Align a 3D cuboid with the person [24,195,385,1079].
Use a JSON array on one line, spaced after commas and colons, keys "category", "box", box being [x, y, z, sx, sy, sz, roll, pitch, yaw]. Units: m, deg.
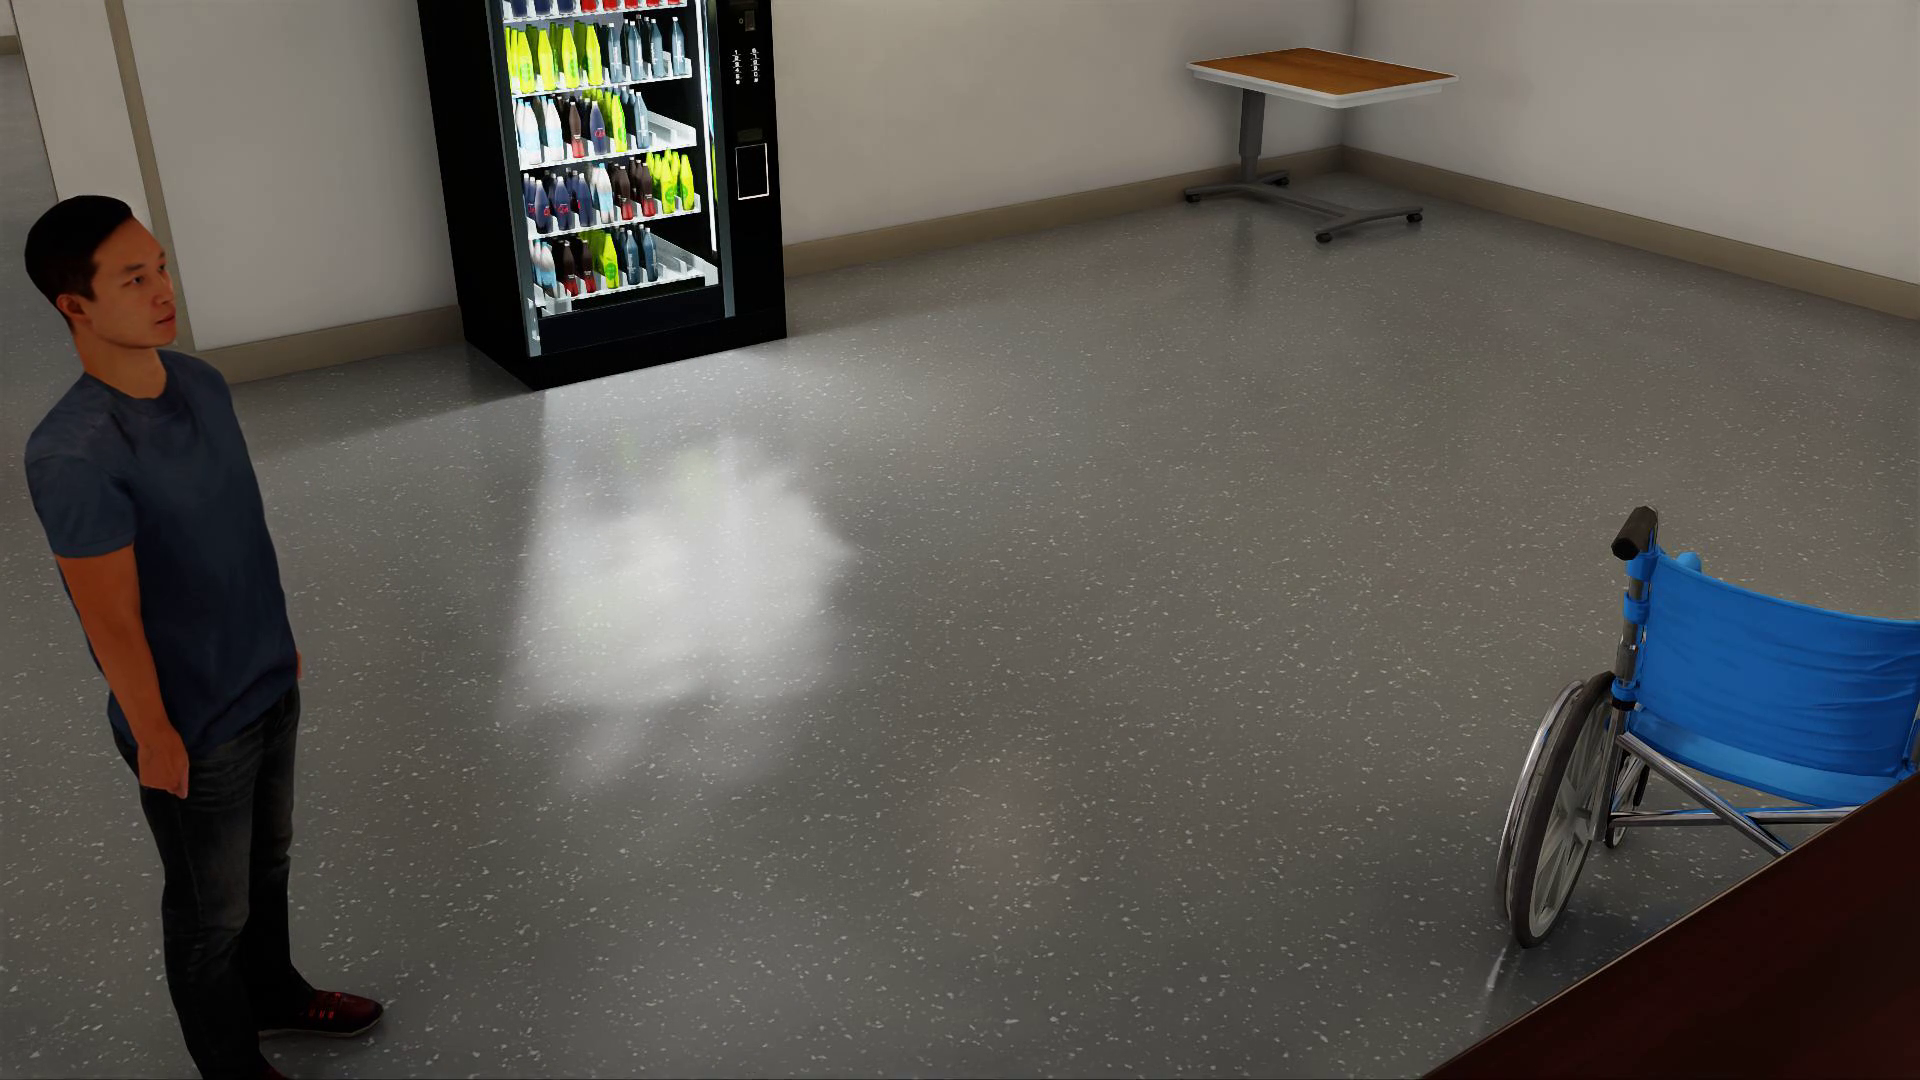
[{"category": "person", "box": [-1.398, 0.267, 3.044, 0.753, 1.810, 0.727, 1, 26, 2]}]
